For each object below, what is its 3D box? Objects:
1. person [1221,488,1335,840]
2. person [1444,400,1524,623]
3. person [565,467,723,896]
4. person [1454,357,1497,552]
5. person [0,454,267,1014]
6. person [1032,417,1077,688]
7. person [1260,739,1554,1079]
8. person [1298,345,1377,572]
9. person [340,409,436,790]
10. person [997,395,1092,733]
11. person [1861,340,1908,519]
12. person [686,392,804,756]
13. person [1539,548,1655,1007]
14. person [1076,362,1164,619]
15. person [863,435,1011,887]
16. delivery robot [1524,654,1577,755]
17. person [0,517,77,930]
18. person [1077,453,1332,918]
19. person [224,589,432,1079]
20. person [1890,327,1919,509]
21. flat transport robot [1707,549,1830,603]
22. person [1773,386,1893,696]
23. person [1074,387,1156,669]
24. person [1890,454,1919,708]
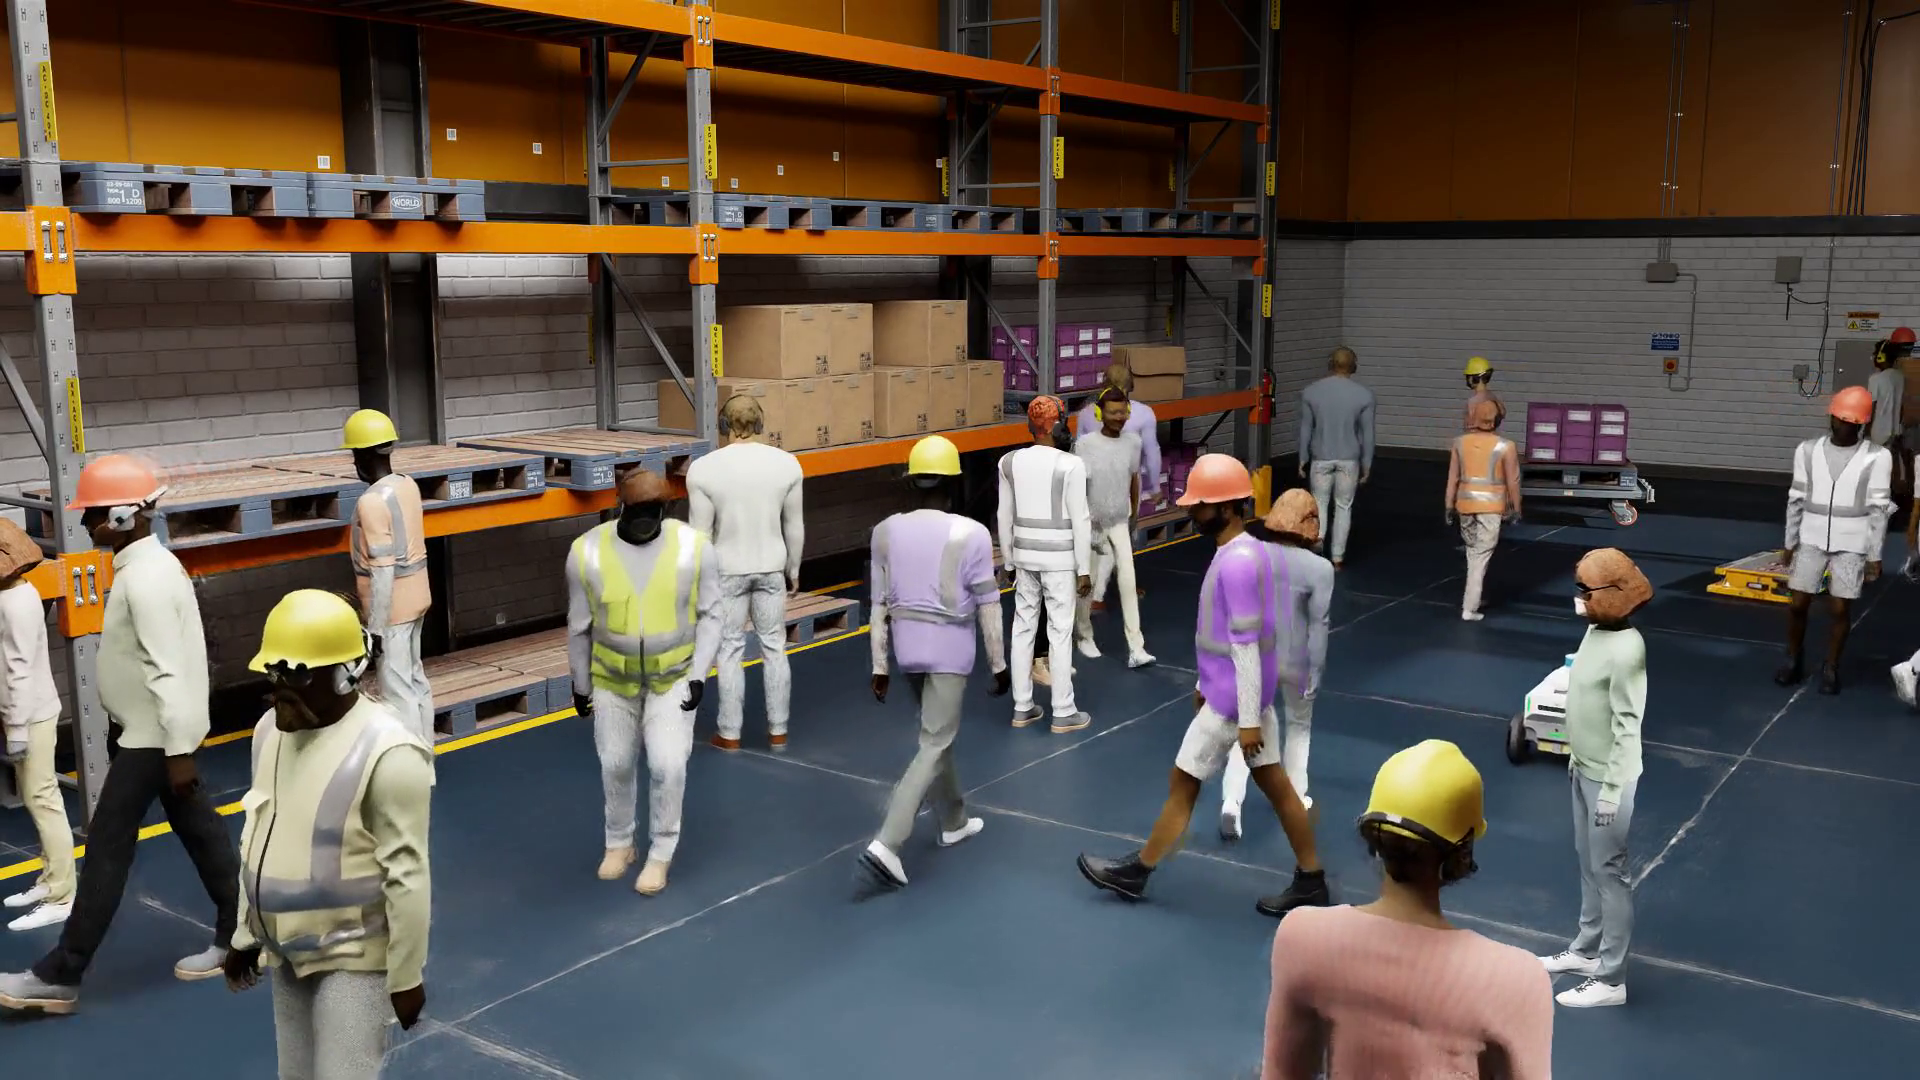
[{"bbox_3d":[1.442,0.559,7.622,0.506,1.598,0.796,6,11,31],"label":"person"},{"bbox_3d":[3.886,-0.220,12.208,0.716,1.611,0.529,-9,13,-42],"label":"person"},{"bbox_3d":[-1.313,0.576,6.949,0.643,1.791,0.614,-1,10,-5],"label":"person"},{"bbox_3d":[4.667,-0.771,15.053,0.330,1.765,0.533,7,12,37],"label":"person"},{"bbox_3d":[-3.001,0.677,5.875,0.979,1.945,0.638,-4,10,-22],"label":"person"},{"bbox_3d":[0.572,0.055,10.321,0.315,1.699,0.541,3,10,19],"label":"person"},{"bbox_3d":[0.841,1.234,3.148,0.516,1.753,0.371,7,12,38],"label":"person"},{"bbox_3d":[3.153,-0.666,13.947,0.649,1.927,0.509,4,10,21],"label":"person"},{"bbox_3d":[-2.754,0.332,8.008,0.382,1.923,0.590,0,10,-1],"label":"person"},{"bbox_3d":[0.481,0.136,9.301,0.573,1.883,0.355,6,11,33],"label":"person"},{"bbox_3d":[9.019,-1.027,16.297,0.553,1.857,0.436,-4,10,-24],"label":"person"},{"bbox_3d":[-1.130,0.186,8.835,0.632,1.940,0.359,-4,10,-20],"label":"person"},{"bbox_3d":[2.260,0.833,5.890,0.288,1.633,0.497,1,10,6],"label":"person"},{"bbox_3d":[1.143,-0.381,12.405,0.620,1.887,1.047,7,12,35],"label":"person"},{"bbox_3d":[-0.153,0.500,7.154,0.595,1.890,0.952,7,12,34],"label":"person"},{"bbox_3d":[3.223,0.845,8.747,0.477,0.478,0.707,6,11,33],"label":"delivery robot"},{"bbox_3d":[-3.721,0.717,6.601,0.272,1.627,0.496,-6,11,-33],"label":"person"},{"bbox_3d":[1.028,0.586,6.633,1.062,1.869,0.561,3,10,18],"label":"person"},{"bbox_3d":[-1.615,1.018,4.216,0.617,1.824,0.464,7,12,36],"label":"person"},{"bbox_3d":[9.906,-1.278,17.561,0.549,1.933,0.373,-4,10,-21],"label":"person"},{"bbox_3d":[6.564,0.279,13.237,1.431,0.197,0.652,-9,13,-44],"label":"flat transport robot"},{"bbox_3d":[5.249,0.015,9.983,0.567,1.904,0.536,8,13,41],"label":"person"},{"bbox_3d":[0.998,-0.076,10.751,0.513,1.812,0.938,-3,10,-18],"label":"person"},{"bbox_3d":[5.681,0.103,9.647,0.641,1.843,0.515,-4,10,-22],"label":"person"}]
